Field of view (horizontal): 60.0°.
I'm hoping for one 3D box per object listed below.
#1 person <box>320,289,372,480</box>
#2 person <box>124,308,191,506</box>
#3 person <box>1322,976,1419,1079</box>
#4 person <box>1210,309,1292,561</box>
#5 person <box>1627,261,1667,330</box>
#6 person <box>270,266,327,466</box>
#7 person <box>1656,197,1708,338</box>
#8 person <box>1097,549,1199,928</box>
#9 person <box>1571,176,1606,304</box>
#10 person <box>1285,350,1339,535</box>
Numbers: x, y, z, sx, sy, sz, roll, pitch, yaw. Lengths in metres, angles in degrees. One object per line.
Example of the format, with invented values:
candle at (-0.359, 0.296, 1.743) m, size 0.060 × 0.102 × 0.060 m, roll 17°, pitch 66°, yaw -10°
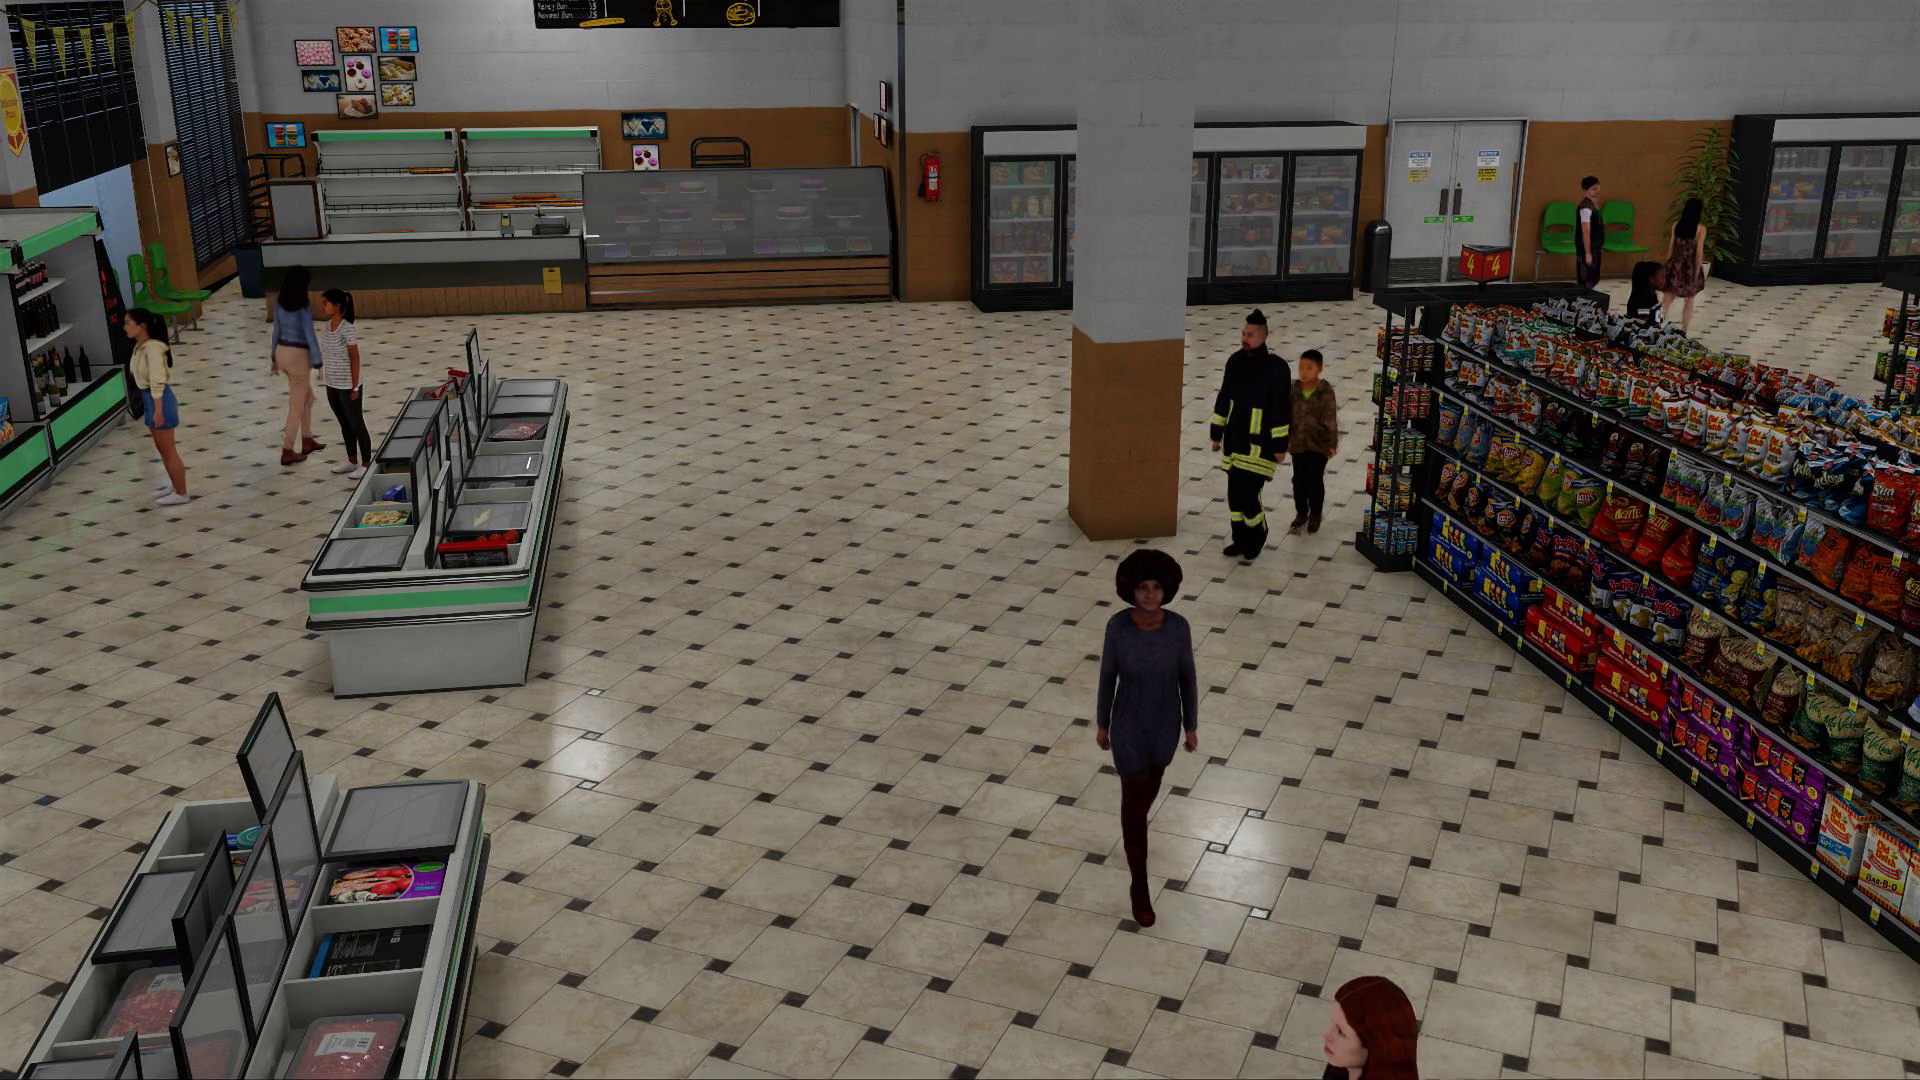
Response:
person at (-5.293, -1.350, 14.315) m, size 0.637 × 1.646 × 0.716 m, roll 16°, pitch 24°, yaw 39°
person at (-6.540, -1.098, 13.593) m, size 0.768 × 1.630 × 0.641 m, roll -14°, pitch 23°, yaw -35°
person at (1.073, 1.932, 4.378) m, size 0.727 × 1.777 × 0.703 m, roll 0°, pitch 19°, yaw 0°
person at (2.208, -0.780, 12.298) m, size 0.983 × 1.854 × 0.875 m, roll -16°, pitch 24°, yaw -39°
person at (6.199, -1.672, 15.136) m, size 0.763 × 1.731 × 0.687 m, roll 10°, pitch 21°, yaw 27°
person at (-5.908, -1.499, 14.609) m, size 0.869 × 1.740 × 0.931 m, roll 9°, pitch 21°, yaw 25°
person at (8.275, -3.033, 19.164) m, size 1.155 × 1.738 × 1.159 m, roll 15°, pitch 24°, yaw 37°
person at (0.858, 0.851, 7.750) m, size 0.668 × 1.669 × 1.071 m, roll -1°, pitch 19°, yaw -3°
person at (7.836, -3.617, 20.790) m, size 0.946 × 1.805 × 0.840 m, roll 5°, pitch 19°, yaw 15°
person at (2.753, -0.779, 12.945) m, size 0.698 × 1.441 × 0.752 m, roll 12°, pitch 22°, yaw 31°
